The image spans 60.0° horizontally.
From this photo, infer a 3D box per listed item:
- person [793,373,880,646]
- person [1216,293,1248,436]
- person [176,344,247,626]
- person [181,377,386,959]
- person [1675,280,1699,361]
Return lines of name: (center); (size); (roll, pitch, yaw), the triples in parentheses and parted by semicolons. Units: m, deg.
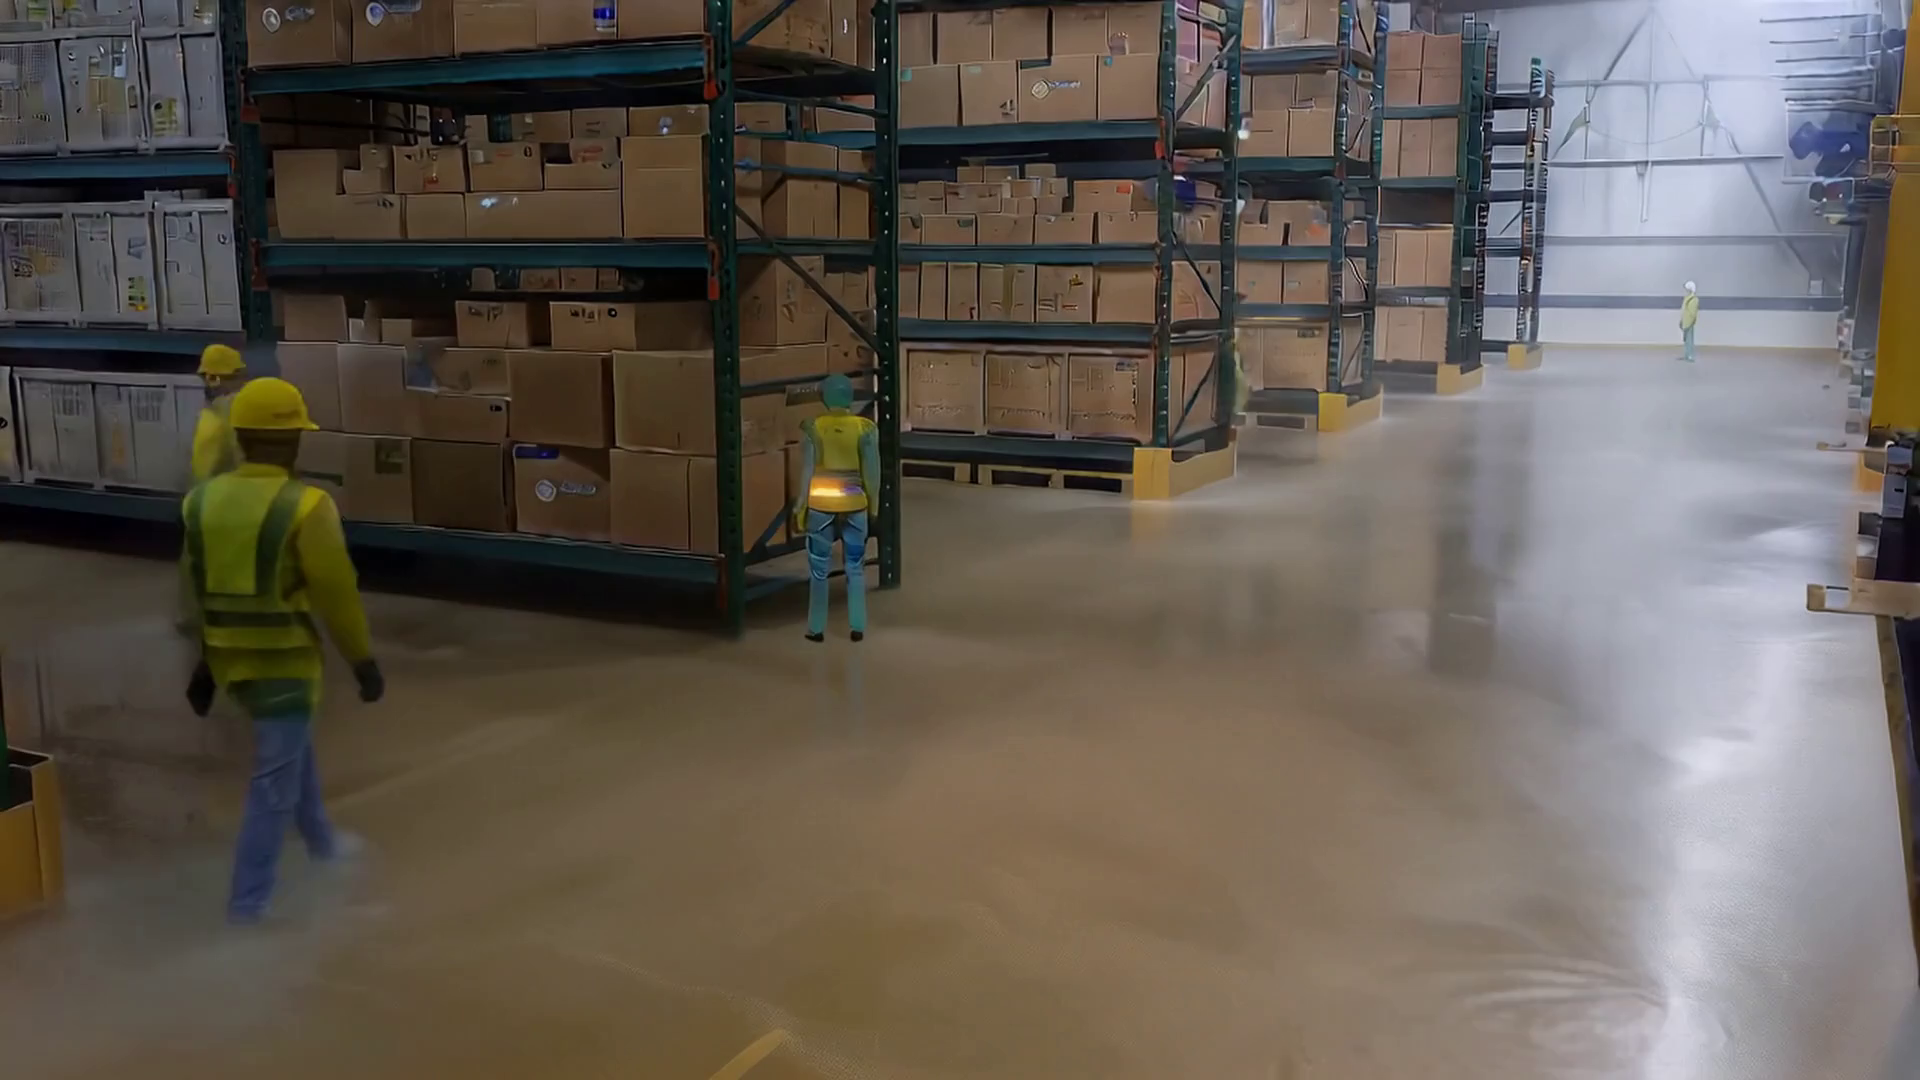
person: (-0.726, -0.178, 9.893); (0.526, 1.632, 0.312); (-3, 10, -17)
person: (3.469, -2.236, 21.235); (0.474, 1.825, 0.592); (2, 10, 9)
person: (-4.374, -0.243, 9.788); (0.859, 1.795, 0.599); (1, 10, 7)
person: (-2.283, 0.396, 5.755); (0.605, 1.901, 0.954); (5, 11, 26)
person: (15.702, -4.734, 35.945); (0.355, 1.744, 0.564); (-1, 10, -4)
